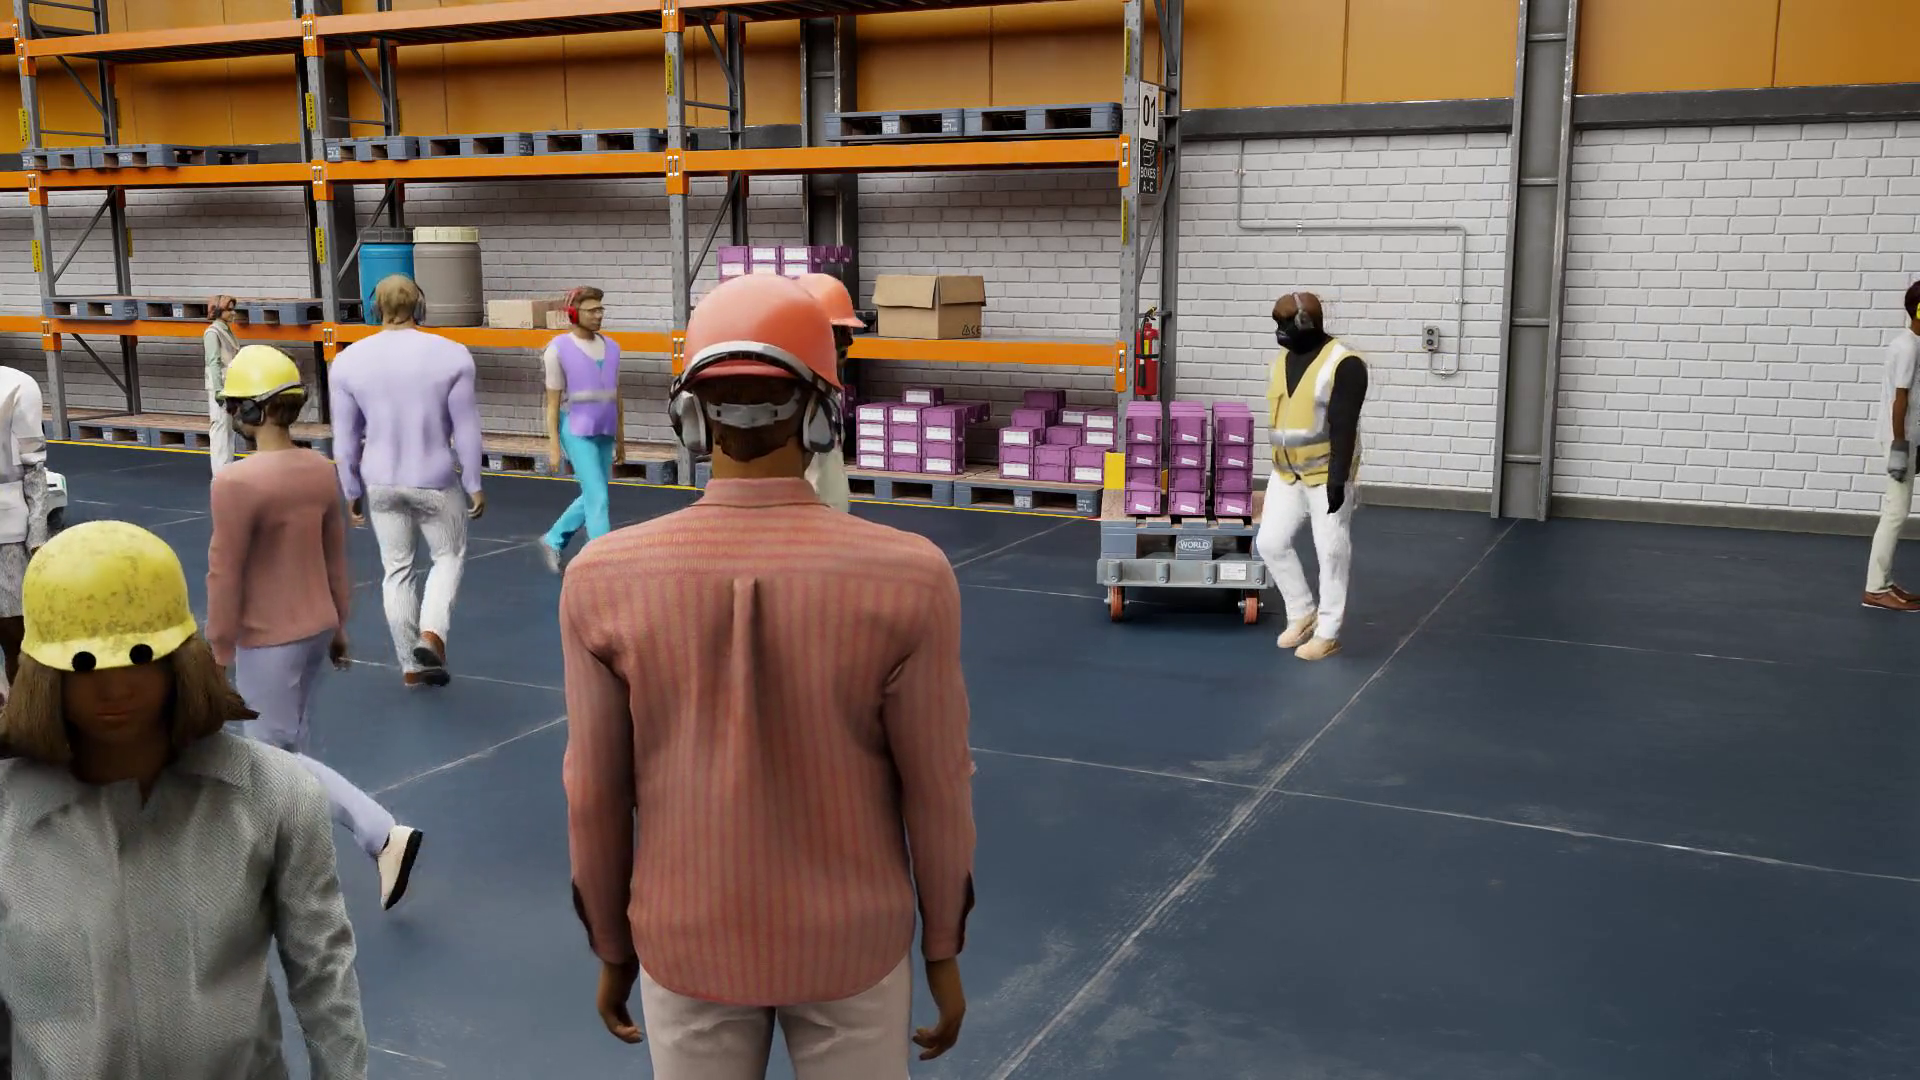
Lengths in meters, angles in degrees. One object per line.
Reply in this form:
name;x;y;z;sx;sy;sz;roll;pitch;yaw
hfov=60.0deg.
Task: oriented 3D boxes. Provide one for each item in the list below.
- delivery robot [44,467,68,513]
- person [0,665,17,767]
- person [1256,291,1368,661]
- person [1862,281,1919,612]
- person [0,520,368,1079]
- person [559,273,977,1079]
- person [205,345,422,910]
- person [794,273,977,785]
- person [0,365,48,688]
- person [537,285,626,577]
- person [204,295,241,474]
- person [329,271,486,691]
delivery robot;-6.761;-0.391;12.033;0.707;0.478;0.477;9;13;41
person;-1.517;0.715;2.286;0.621;1.845;0.429;8;13;40
person;1.730;-0.308;8.213;0.467;1.816;0.651;-8;13;-38
person;5.349;-0.531;9.382;0.333;1.861;0.525;7;12;35
person;-1.070;0.793;2.232;0.495;1.704;0.887;-6;12;-32
person;-0.276;0.601;2.525;0.607;1.987;0.388;0;10;3
person;-1.998;0.281;5.055;0.728;1.740;0.525;2;10;12
person;-0.482;0.057;5.772;1.049;1.932;0.661;0;10;1
person;-3.709;-0.024;6.239;0.545;1.941;0.350;-5;11;-25
person;-2.273;-0.615;9.980;0.835;1.821;0.573;6;12;30
person;-6.336;-1.286;14.332;0.311;1.636;0.523;-2;10;-9
person;-2.489;-0.241;7.520;0.650;1.927;0.505;-2;10;-9
